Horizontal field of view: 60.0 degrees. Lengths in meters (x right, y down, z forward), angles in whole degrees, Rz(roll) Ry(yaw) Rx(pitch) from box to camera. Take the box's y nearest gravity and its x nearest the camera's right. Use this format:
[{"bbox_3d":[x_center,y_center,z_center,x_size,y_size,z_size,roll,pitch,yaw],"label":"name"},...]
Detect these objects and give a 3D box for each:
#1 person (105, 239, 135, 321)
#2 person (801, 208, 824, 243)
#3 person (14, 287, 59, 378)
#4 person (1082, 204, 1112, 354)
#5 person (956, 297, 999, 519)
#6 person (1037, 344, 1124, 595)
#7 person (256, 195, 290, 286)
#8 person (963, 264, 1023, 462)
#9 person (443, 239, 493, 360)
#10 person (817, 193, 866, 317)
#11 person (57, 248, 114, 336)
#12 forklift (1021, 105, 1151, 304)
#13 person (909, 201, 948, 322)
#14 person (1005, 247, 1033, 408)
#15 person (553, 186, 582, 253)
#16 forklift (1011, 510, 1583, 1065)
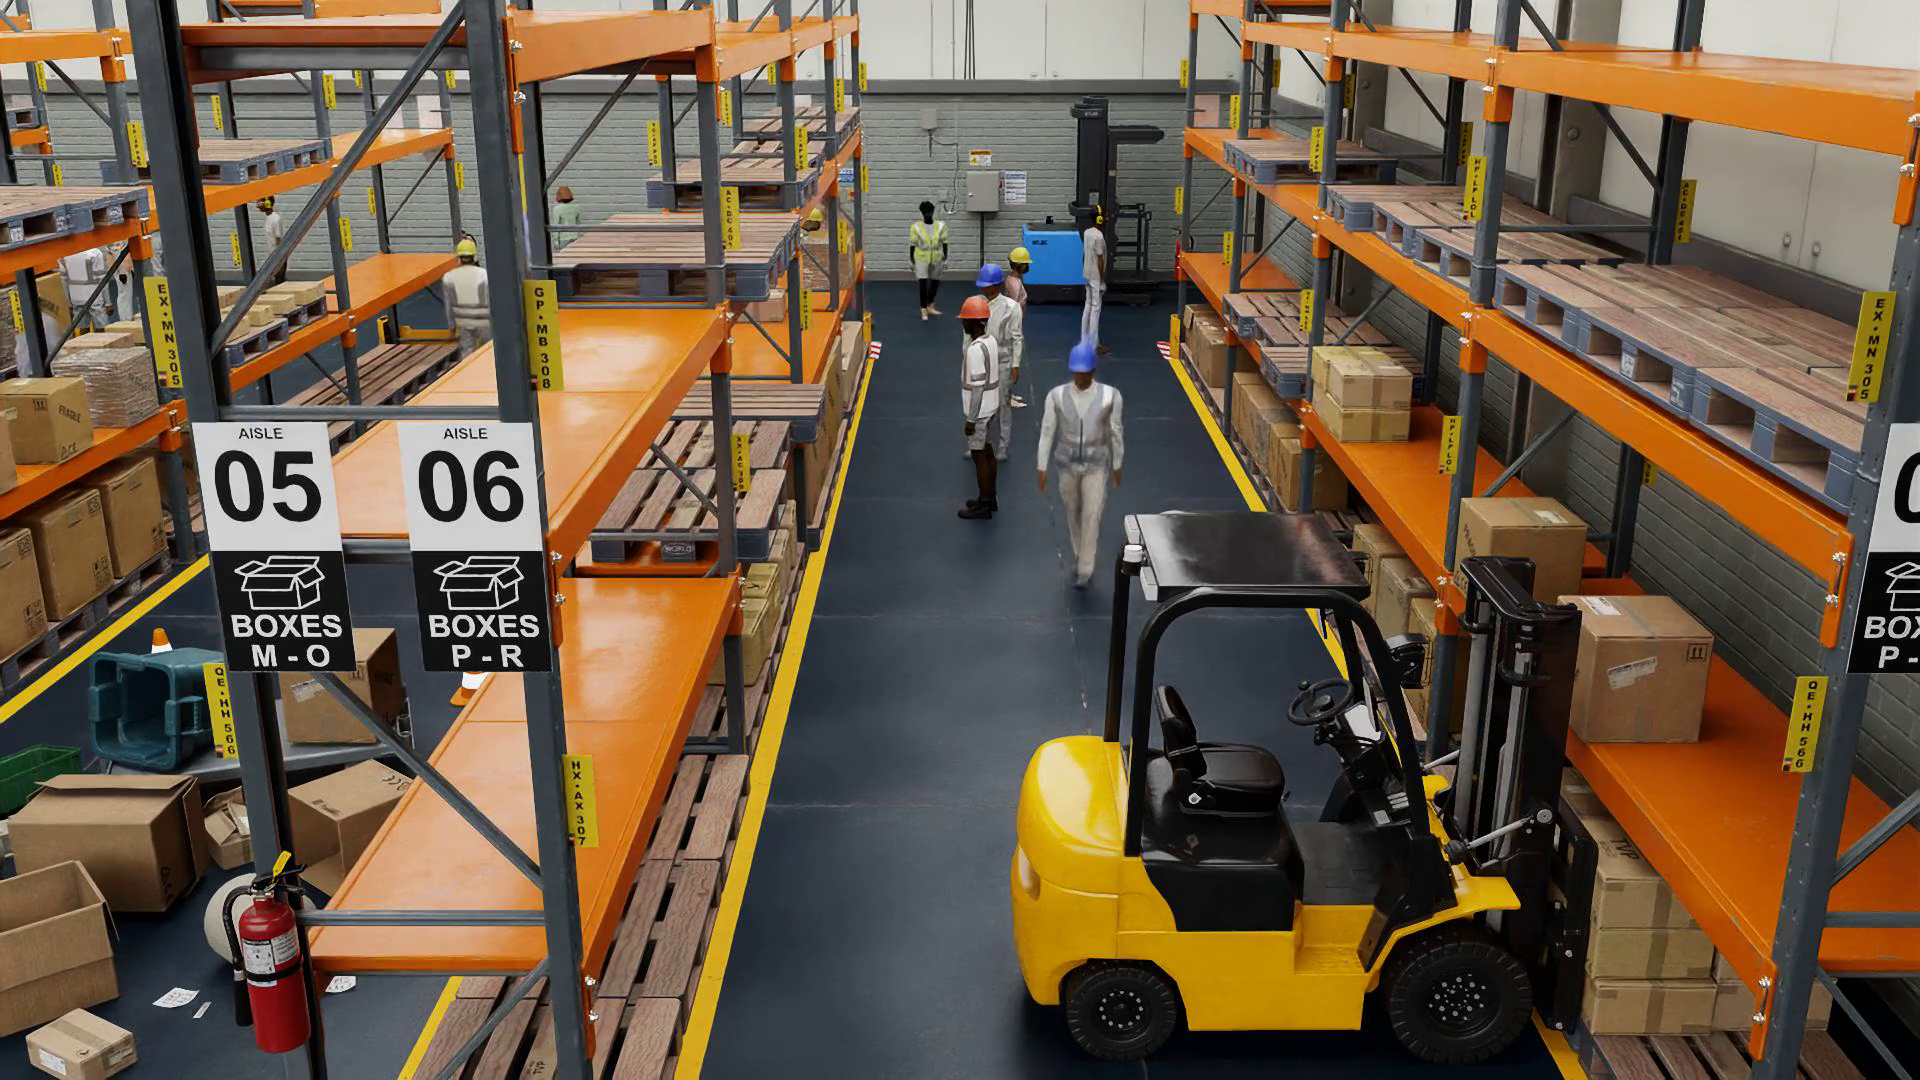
[{"bbox_3d":[-10.978,-3.588,21.833,0.363,1.928,0.587,-6,19,-18],"label":"person"},{"bbox_3d":[-1.922,-3.478,21.810,0.326,1.735,0.491,-1,18,-2],"label":"person"},{"bbox_3d":[-8.997,-1.643,16.247,0.565,1.730,0.601,1,18,4],"label":"person"},{"bbox_3d":[1.723,-3.299,21.047,0.326,1.874,0.518,-6,19,-19],"label":"person"},{"bbox_3d":[0.141,-1.140,14.416,0.374,1.935,0.552,5,19,16],"label":"person"},{"bbox_3d":[0.909,-0.560,12.727,0.648,1.889,1.010,4,19,12],"label":"person"},{"bbox_3d":[-9.287,-3.809,22.619,0.355,1.855,0.519,-11,21,-30],"label":"person"},{"bbox_3d":[0.304,-1.722,16.172,0.602,1.940,0.402,7,20,21],"label":"person"},{"bbox_3d":[-5.407,-2.455,18.589,0.626,1.804,0.712,0,18,1],"label":"person"},{"bbox_3d":[-1.715,-3.754,22.467,1.023,1.855,0.635,-3,19,-9],"label":"person"},{"bbox_3d":[-10.221,-2.823,19.524,0.544,1.929,0.388,2,18,5],"label":"person"},{"bbox_3d":[1.857,-4.944,24.441,1.873,2.768,1.129,0,18,0],"label":"forklift"},{"bbox_3d":[-0.451,-3.912,23.233,0.556,1.674,0.619,-6,19,-16],"label":"person"},{"bbox_3d":[0.625,-2.348,18.357,0.350,1.758,0.521,-2,18,-5],"label":"person"},{"bbox_3d":[-5.926,-4.528,25.151,0.284,1.625,0.491,16,24,40],"label":"person"},{"bbox_3d":[1.387,1.055,7.378,2.313,2.155,1.214,0,18,0],"label":"forklift"}]
